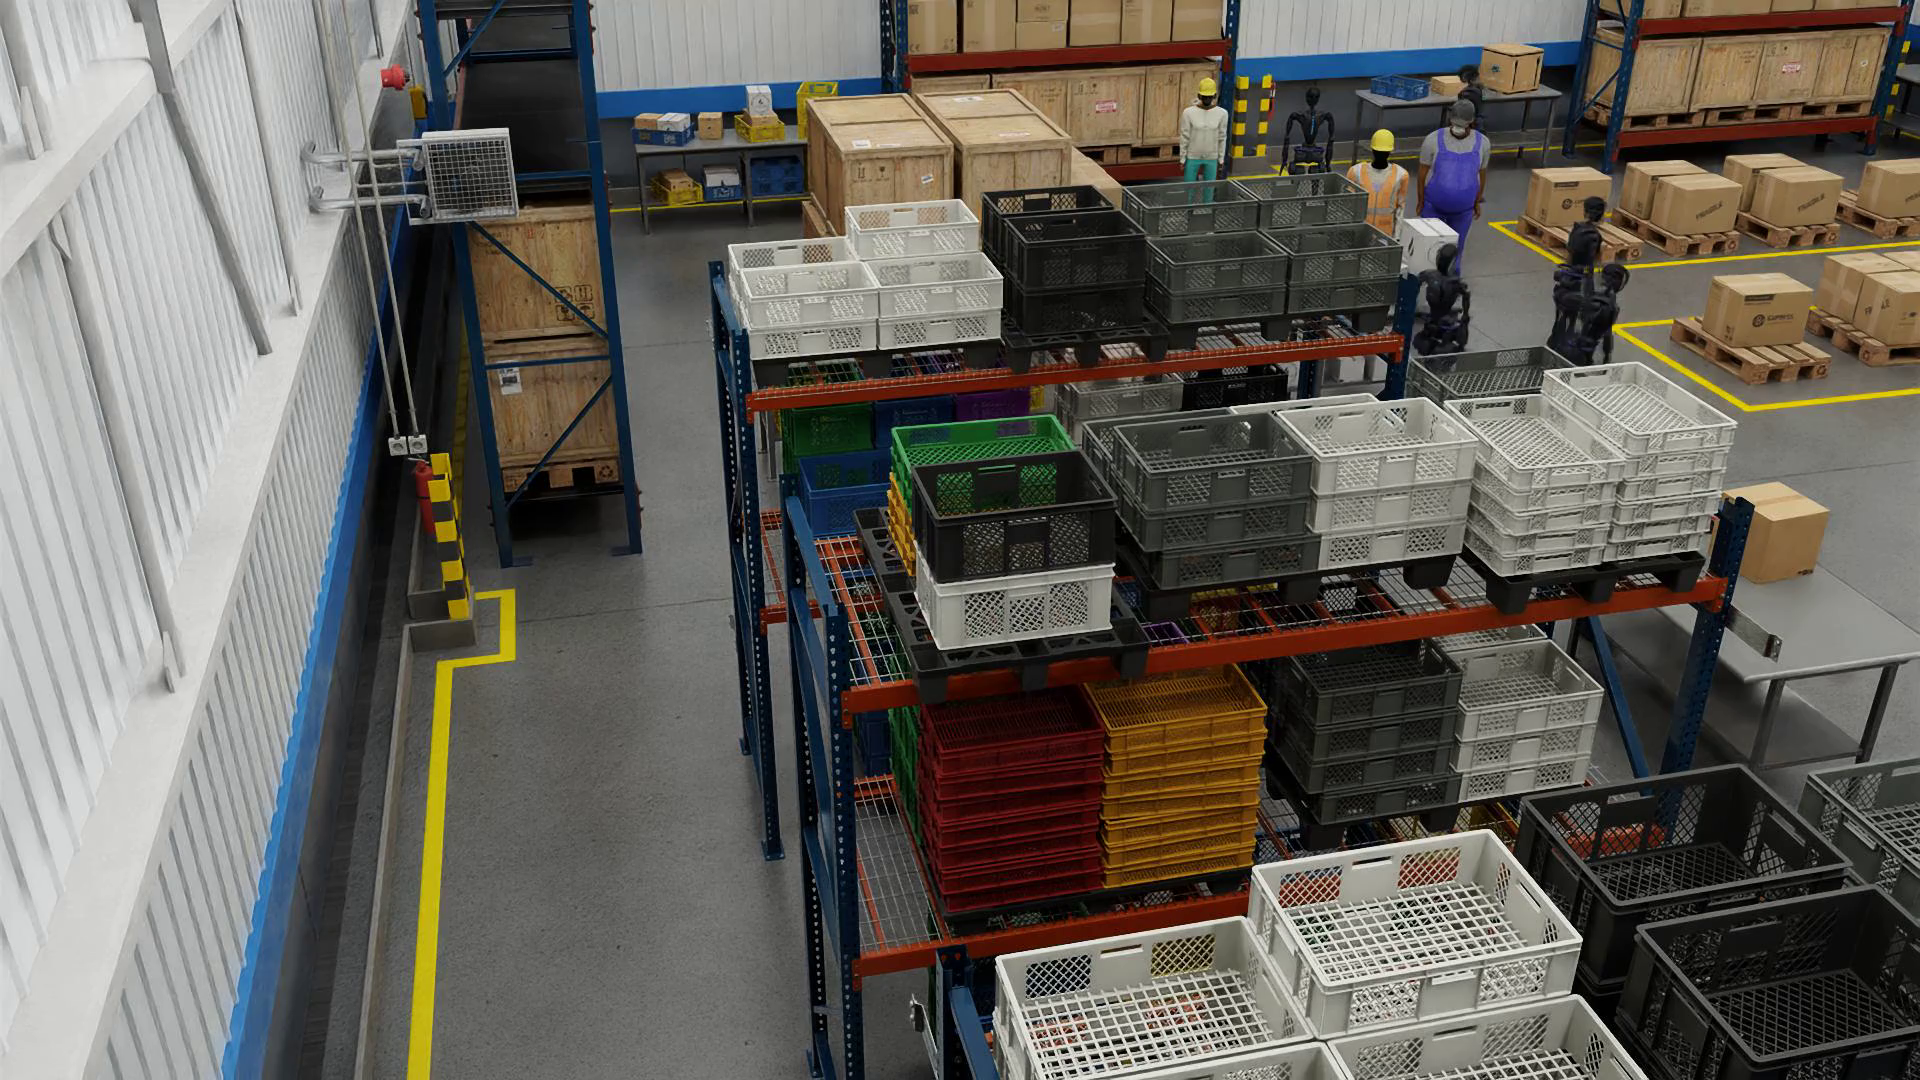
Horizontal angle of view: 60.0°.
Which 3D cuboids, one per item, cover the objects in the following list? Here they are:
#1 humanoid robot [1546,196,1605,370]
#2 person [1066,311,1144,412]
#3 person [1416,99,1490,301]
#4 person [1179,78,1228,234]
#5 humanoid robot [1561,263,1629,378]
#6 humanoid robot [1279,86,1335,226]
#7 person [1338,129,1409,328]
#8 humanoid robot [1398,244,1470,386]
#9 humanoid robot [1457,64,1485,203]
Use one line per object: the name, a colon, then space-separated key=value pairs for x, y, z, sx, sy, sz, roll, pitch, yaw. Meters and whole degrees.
humanoid robot: x=5.437 y=-2.220 z=14.751 sx=0.368 sy=1.644 sz=0.682 roll=1 pitch=28 yaw=2
person: x=1.072 y=-1.106 z=12.298 sx=0.610 sy=1.991 sz=0.388 roll=-5 pitch=28 yaw=-9
person: x=4.883 y=-3.378 z=16.558 sx=0.672 sy=2.000 sz=0.536 roll=3 pitch=28 yaw=5
person: x=2.692 y=-4.244 z=18.492 sx=0.524 sy=1.768 sz=0.307 roll=-1 pitch=28 yaw=-2
humanoid robot: x=4.972 y=-1.413 z=13.242 sx=0.500 sy=1.630 sz=0.620 roll=17 pitch=32 yaw=29
humanoid robot: x=3.860 y=-4.209 z=18.518 sx=0.580 sy=1.653 sz=0.318 roll=2 pitch=28 yaw=3
person: x=3.929 y=-2.957 z=15.875 sx=0.586 sy=1.930 sz=0.361 roll=4 pitch=28 yaw=7
humanoid robot: x=3.832 y=-1.639 z=13.638 sx=0.479 sy=1.642 sz=0.645 roll=-16 pitch=32 yaw=-27
humanoid robot: x=6.040 y=-4.811 z=19.695 sx=0.576 sy=1.620 sz=0.551 roll=9 pitch=29 yaw=16
